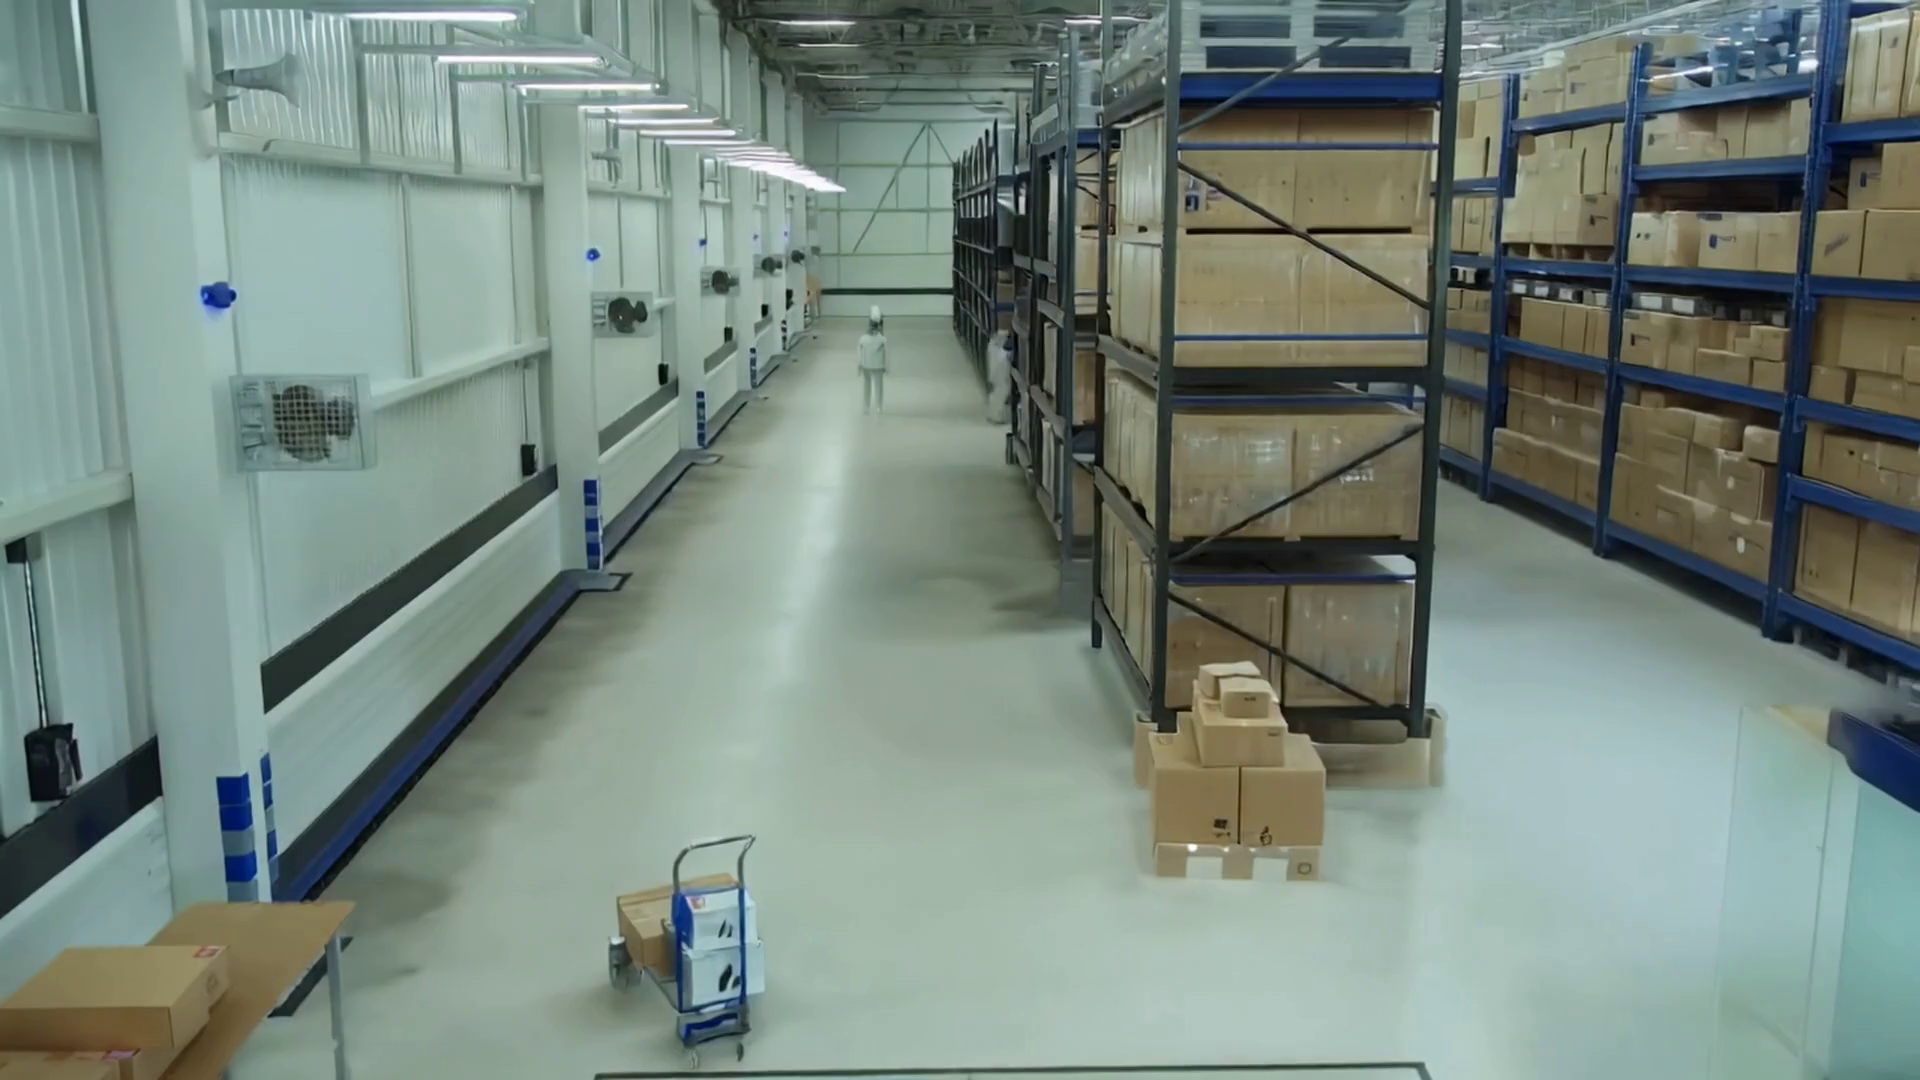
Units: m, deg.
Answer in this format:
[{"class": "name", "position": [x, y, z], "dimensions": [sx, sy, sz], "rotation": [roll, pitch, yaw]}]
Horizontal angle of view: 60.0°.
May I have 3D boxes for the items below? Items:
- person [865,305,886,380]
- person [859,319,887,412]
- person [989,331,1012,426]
[{"class": "person", "position": [-2.169, -5.083, 42.838], "dimensions": [0.590, 1.910, 0.394], "rotation": [-6, 12, -29]}, {"class": "person", "position": [-1.856, -3.723, 35.560], "dimensions": [0.614, 1.988, 0.403], "rotation": [1, 11, 3]}, {"class": "person", "position": [0.829, -3.205, 33.114], "dimensions": [0.467, 1.887, 0.664], "rotation": [3, 11, 15]}]
